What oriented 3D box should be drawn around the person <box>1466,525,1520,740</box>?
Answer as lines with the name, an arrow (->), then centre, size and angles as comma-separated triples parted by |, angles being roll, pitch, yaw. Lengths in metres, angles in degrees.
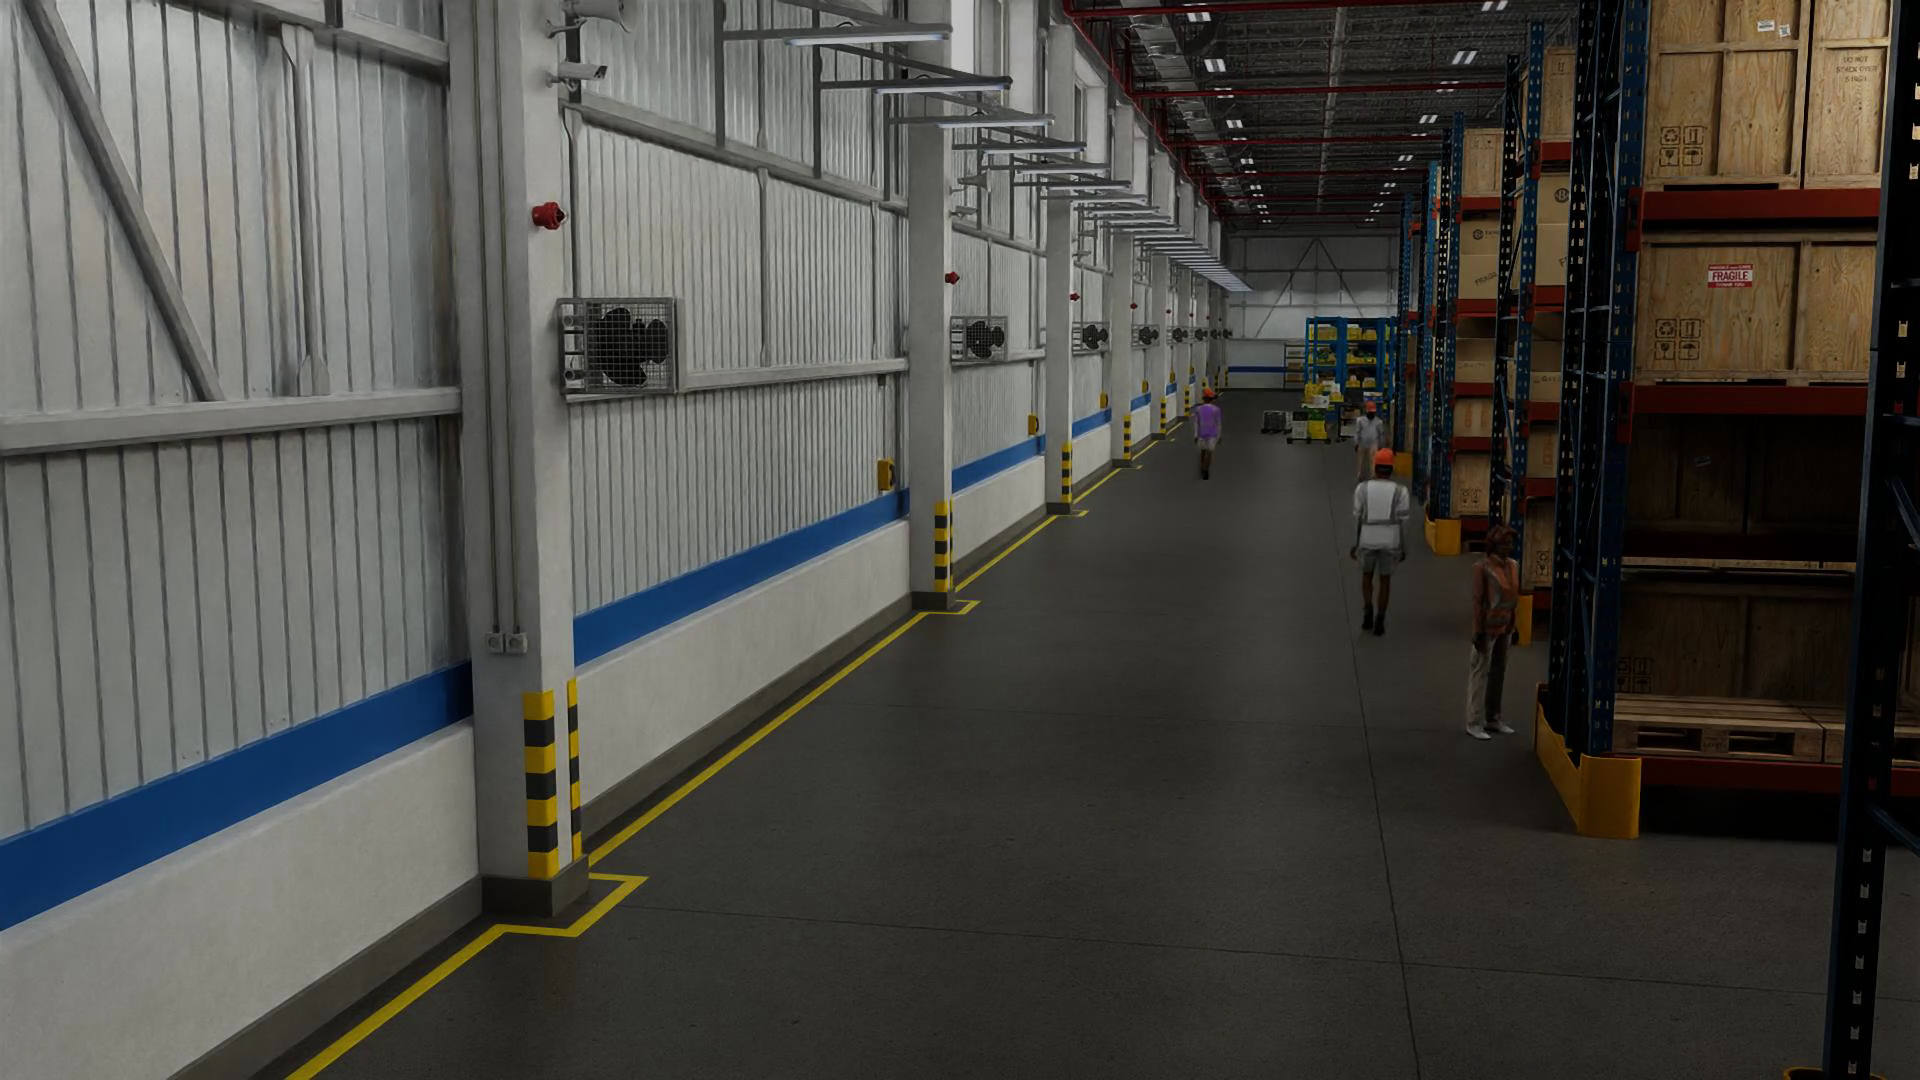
person -> 4.089, 0.700, 12.724 | 0.523, 1.636, 0.311 | -5, 9, -36

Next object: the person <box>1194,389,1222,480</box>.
person -> 5.260, -2.233, 35.108 | 0.562, 1.905, 0.798 | 2, 8, 19

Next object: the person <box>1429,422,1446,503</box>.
person -> 7.591, -1.016, 25.843 | 0.762, 1.788, 0.590 | 0, 7, 0

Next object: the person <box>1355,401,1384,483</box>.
person -> 8.242, -1.945, 33.528 | 0.574, 1.727, 0.760 | 1, 7, 11

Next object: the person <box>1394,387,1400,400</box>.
person -> 12.422, -3.599, 46.765 | 0.345, 1.735, 0.485 | -5, 9, -37

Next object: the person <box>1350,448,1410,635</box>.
person -> 4.311, 0.018, 17.040 | 0.581, 1.920, 0.431 | 3, 8, 20
